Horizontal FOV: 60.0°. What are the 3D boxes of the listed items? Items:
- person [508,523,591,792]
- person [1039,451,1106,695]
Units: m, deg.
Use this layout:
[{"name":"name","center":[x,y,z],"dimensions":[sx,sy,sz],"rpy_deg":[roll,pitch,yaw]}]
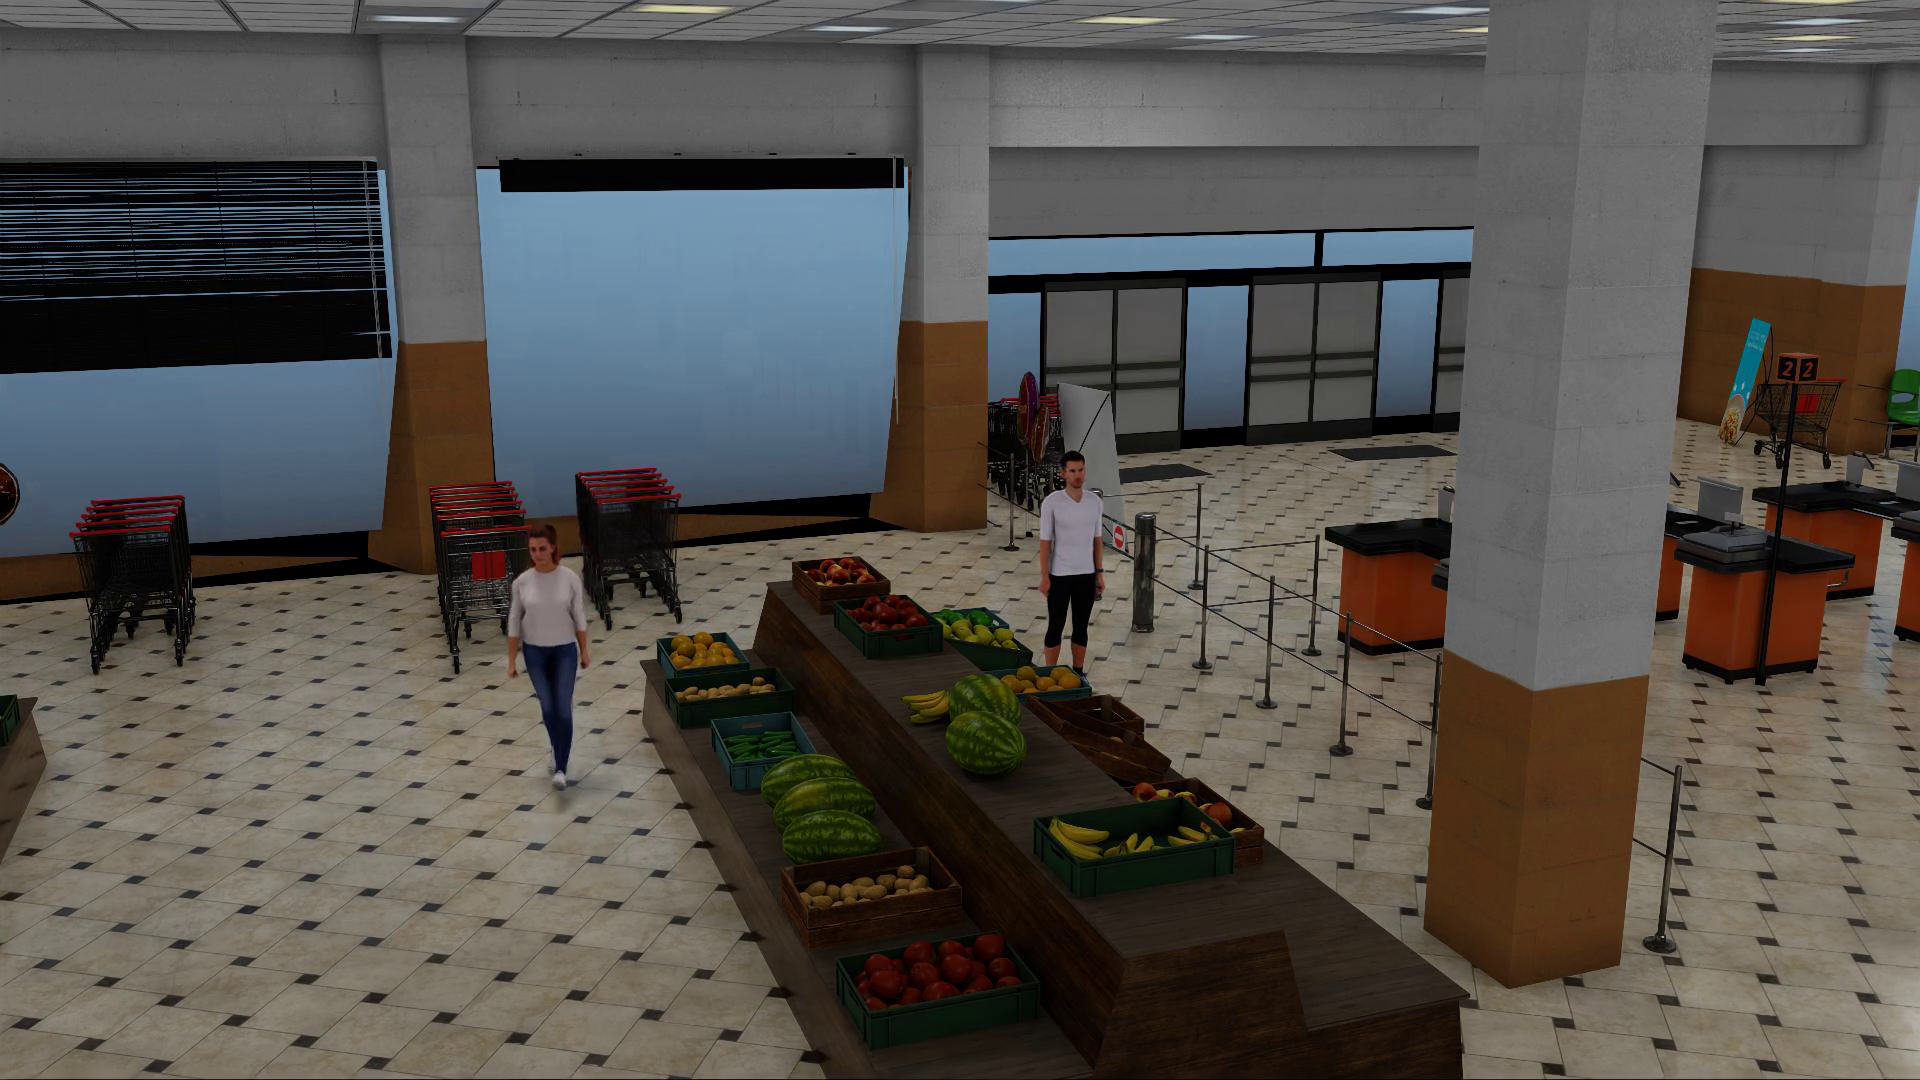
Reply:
[{"name":"person","center":[-2.646,0.738,10.793],"dimensions":[0.848,1.678,1.152],"rpy_deg":[-1,14,-4]},{"name":"person","center":[0.830,0.241,12.475],"dimensions":[0.662,1.851,0.541],"rpy_deg":[-4,14,-18]}]
